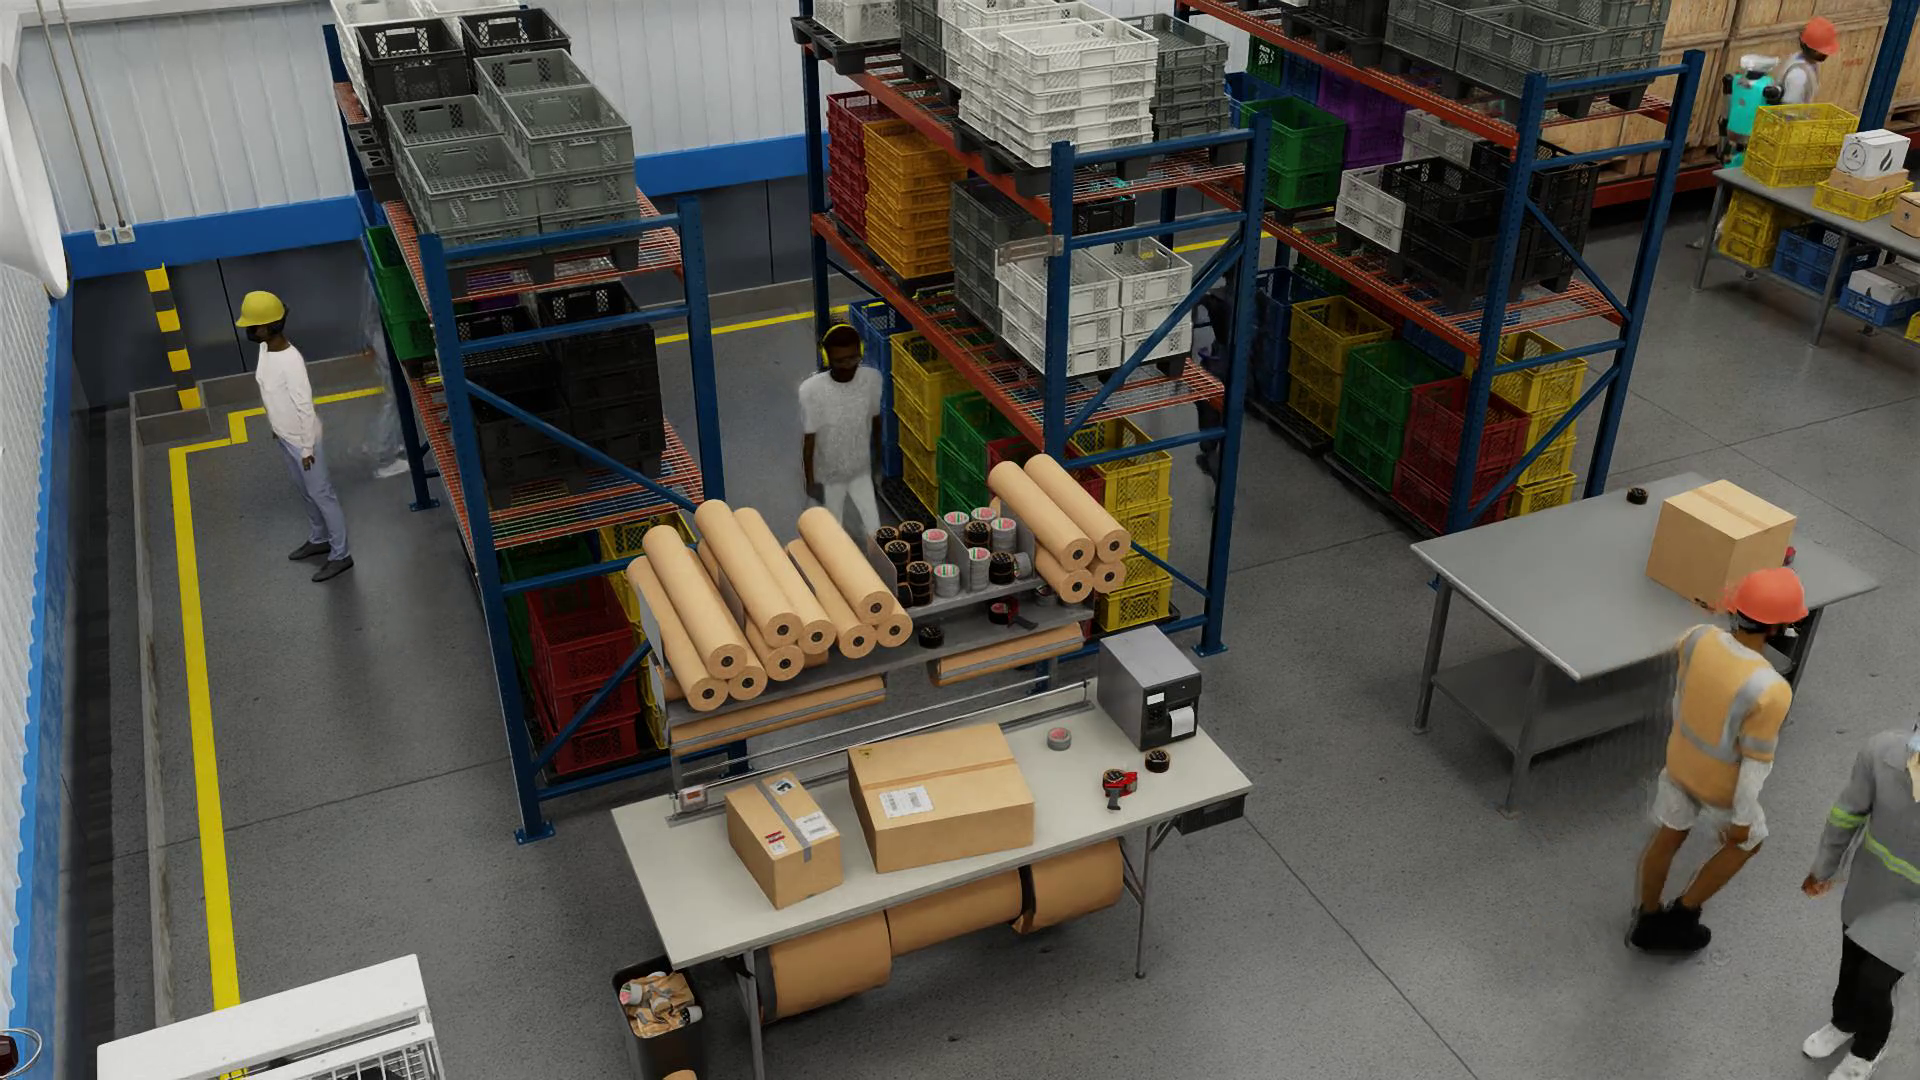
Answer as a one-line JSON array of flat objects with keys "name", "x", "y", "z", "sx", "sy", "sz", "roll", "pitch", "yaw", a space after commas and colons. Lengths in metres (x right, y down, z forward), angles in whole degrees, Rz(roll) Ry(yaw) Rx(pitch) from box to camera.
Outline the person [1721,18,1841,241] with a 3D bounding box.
[{"name": "person", "x": 6.800, "y": -3.332, "z": 13.752, "sx": 0.483, "sy": 2.003, "sz": 0.652, "roll": 13, "pitch": 34, "yaw": 19}]

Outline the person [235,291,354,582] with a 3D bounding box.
[{"name": "person", "x": -3.812, "y": -0.597, "z": 9.510, "sx": 0.312, "sy": 1.768, "sz": 0.526, "roll": -24, "pitch": 39, "yaw": -34}]

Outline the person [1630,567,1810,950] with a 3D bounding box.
[{"name": "person", "x": 3.145, "y": 0.939, "z": 6.867, "sx": 0.466, "sy": 1.921, "sz": 0.573, "roll": -11, "pitch": 33, "yaw": -18}]

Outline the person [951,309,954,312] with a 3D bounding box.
[{"name": "person", "x": 0.104, "y": -2.474, "z": 12.463, "sx": 0.309, "sy": 1.868, "sz": 0.529, "roll": -5, "pitch": 32, "yaw": -8}]

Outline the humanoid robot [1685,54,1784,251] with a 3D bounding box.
[{"name": "humanoid robot", "x": 6.544, "y": -3.145, "z": 13.681, "sx": 1.018, "sy": 1.719, "sz": 0.538, "roll": -15, "pitch": 35, "yaw": -23}]

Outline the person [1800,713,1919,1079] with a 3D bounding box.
[{"name": "person", "x": 3.515, "y": 1.341, "z": 6.296, "sx": 0.550, "sy": 1.836, "sz": 0.591, "roll": -14, "pitch": 34, "yaw": -22}]

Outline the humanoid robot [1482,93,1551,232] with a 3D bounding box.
[{"name": "humanoid robot", "x": 4.387, "y": -2.832, "z": 13.164, "sx": 1.026, "sy": 1.731, "sz": 0.549, "roll": 27, "pitch": 41, "yaw": 37}]

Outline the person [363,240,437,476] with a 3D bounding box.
[{"name": "person", "x": -3.551, "y": -1.184, "z": 10.525, "sx": 0.599, "sy": 1.699, "sz": 0.508, "roll": -23, "pitch": 38, "yaw": -33}]

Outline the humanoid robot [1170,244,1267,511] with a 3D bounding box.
[{"name": "humanoid robot", "x": 1.644, "y": -1.010, "z": 10.329, "sx": 0.609, "sy": 1.648, "sz": 0.786, "roll": -8, "pitch": 33, "yaw": -13}]

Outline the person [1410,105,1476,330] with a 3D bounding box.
[{"name": "person", "x": 3.536, "y": -2.281, "z": 12.173, "sx": 0.514, "sy": 1.842, "sz": 0.325, "roll": 27, "pitch": 41, "yaw": 36}]

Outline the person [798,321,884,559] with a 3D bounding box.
[{"name": "person", "x": -0.608, "y": -0.295, "z": 8.943, "sx": 0.516, "sy": 1.847, "sz": 0.589, "roll": -11, "pitch": 33, "yaw": -17}]

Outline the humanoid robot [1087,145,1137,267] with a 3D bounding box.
[{"name": "humanoid robot", "x": 1.210, "y": -2.905, "z": 13.160, "sx": 0.533, "sy": 1.677, "sz": 0.735, "roll": -6, "pitch": 32, "yaw": -10}]
